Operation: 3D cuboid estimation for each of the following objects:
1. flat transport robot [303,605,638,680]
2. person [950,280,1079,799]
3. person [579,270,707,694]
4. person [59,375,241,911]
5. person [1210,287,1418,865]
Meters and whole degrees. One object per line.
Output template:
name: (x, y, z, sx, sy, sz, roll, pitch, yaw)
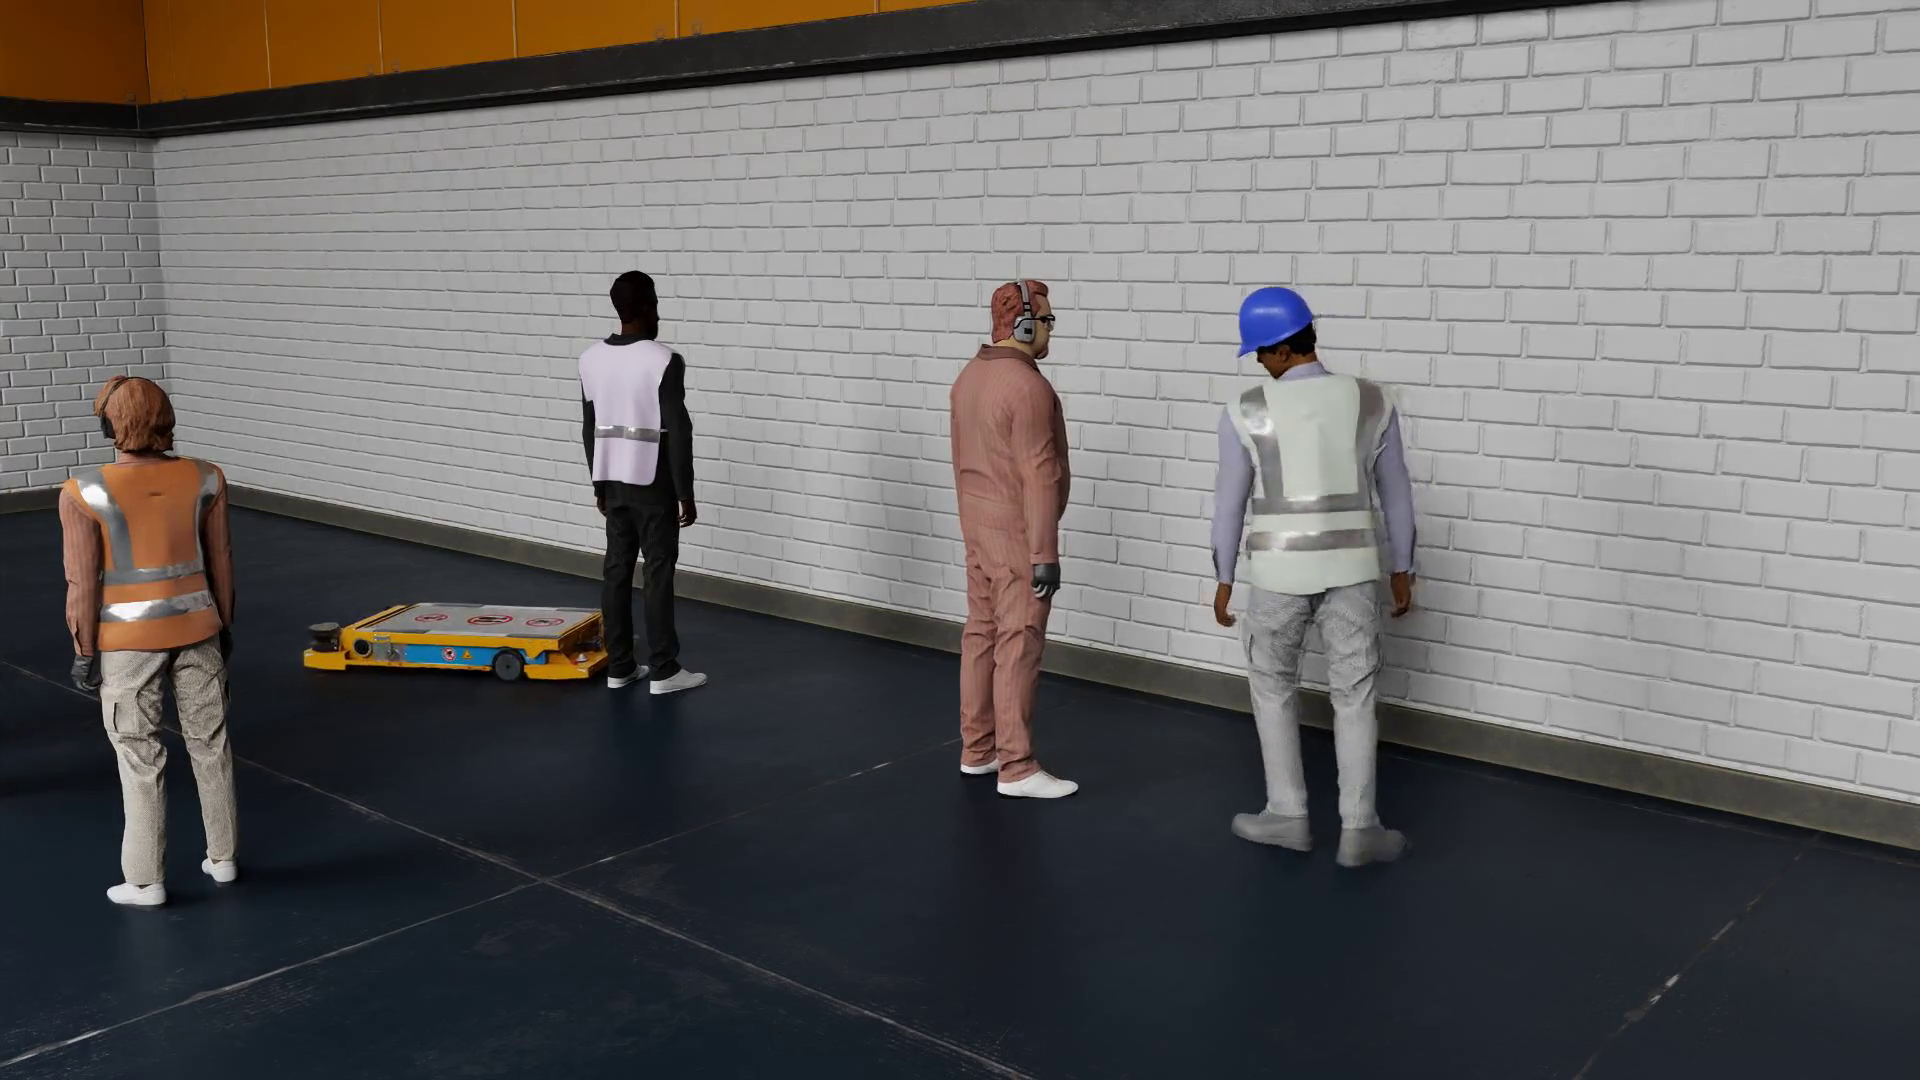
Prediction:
flat transport robot: (-2.362, 0.479, 8.088, 1.431, 0.197, 0.652, 2, 10, 10)
person: (0.214, -0.004, 6.184, 0.400, 1.907, 0.645, -4, 11, -24)
person: (-1.460, -0.254, 7.569, 0.592, 1.922, 0.392, 5, 11, 28)
person: (-2.469, 0.317, 5.118, 0.308, 1.641, 0.514, 8, 13, 38)
person: (1.179, 0.121, 5.526, 0.680, 1.897, 0.483, 0, 10, 0)
